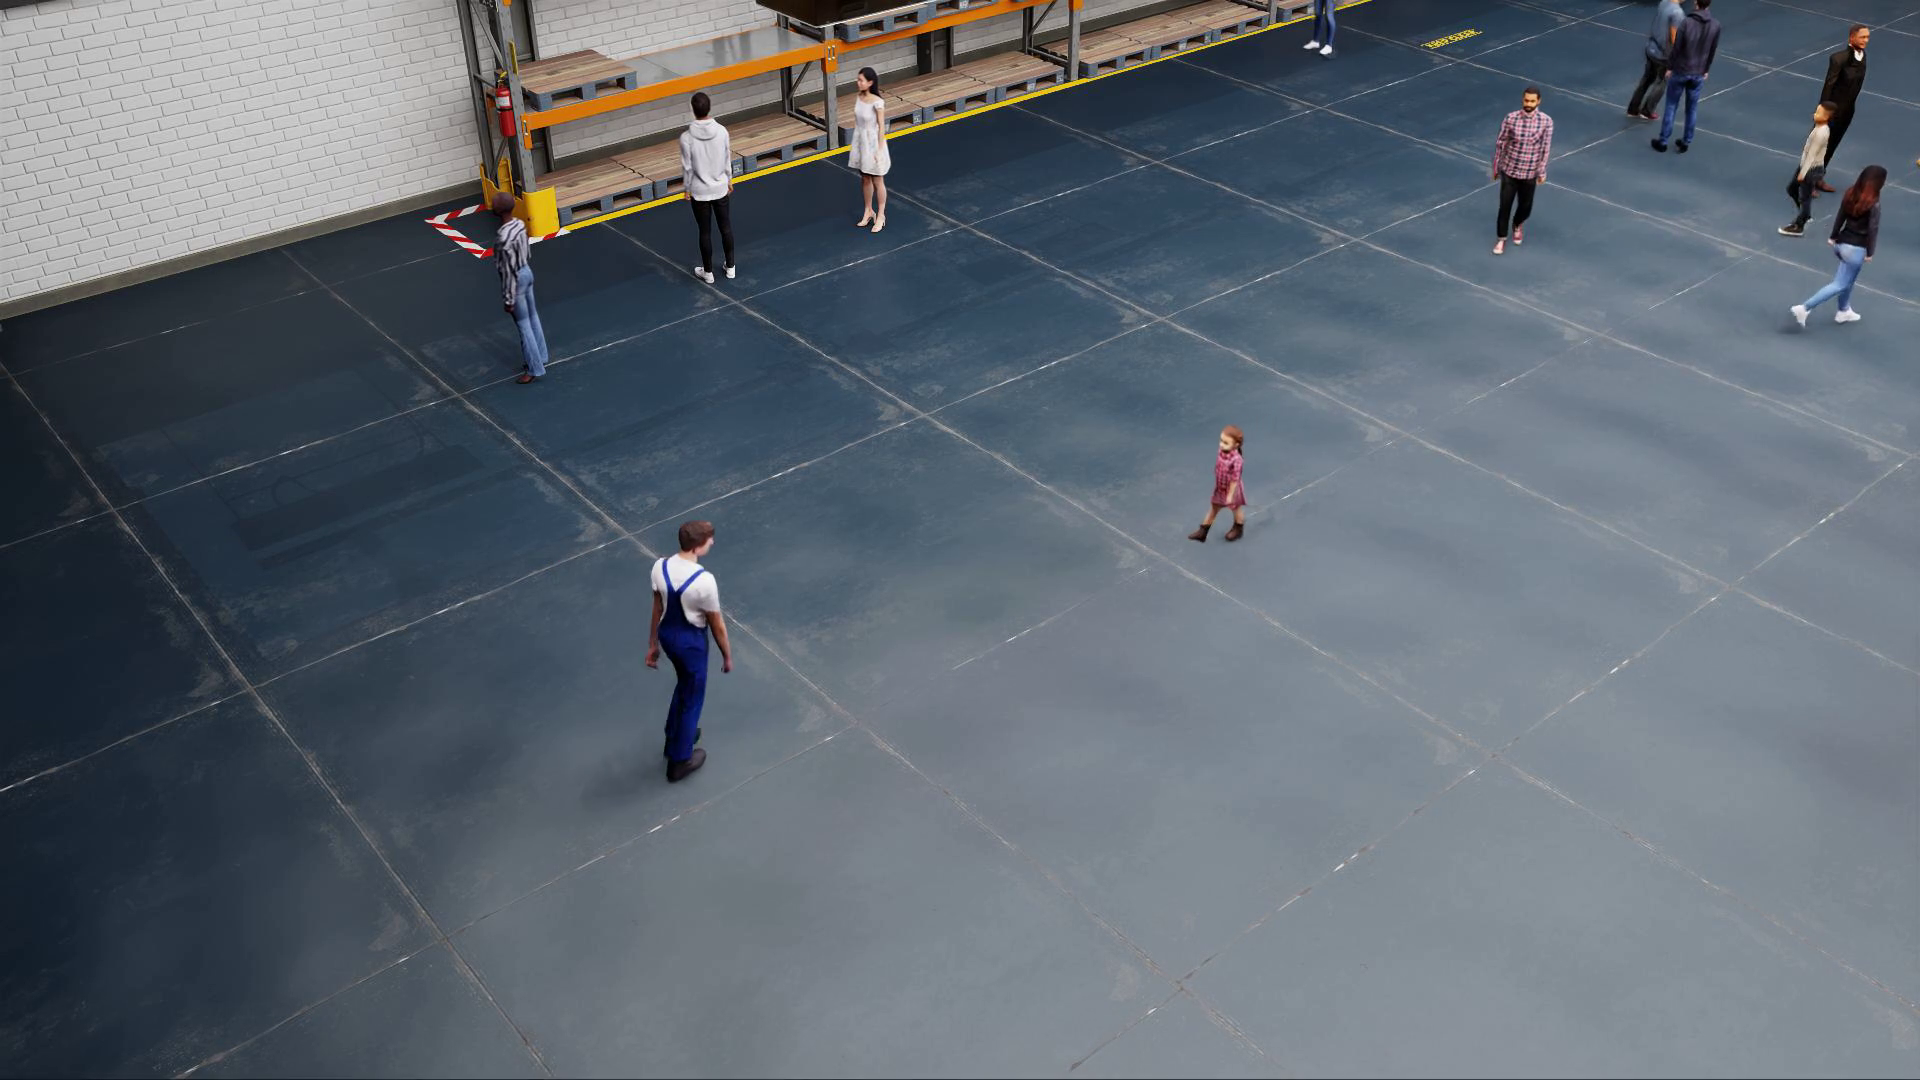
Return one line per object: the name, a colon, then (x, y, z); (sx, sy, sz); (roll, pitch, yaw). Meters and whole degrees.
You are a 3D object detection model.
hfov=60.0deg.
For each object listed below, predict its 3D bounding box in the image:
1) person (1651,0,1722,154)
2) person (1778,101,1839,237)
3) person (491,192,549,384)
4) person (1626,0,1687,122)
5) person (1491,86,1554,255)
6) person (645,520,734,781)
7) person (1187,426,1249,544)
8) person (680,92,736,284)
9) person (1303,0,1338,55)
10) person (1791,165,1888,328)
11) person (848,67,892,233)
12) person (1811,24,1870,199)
person: (8.623, -5.536, 19.681); (0.731, 1.883, 0.818); (-1, 34, -1)
person: (9.098, -3.929, 17.650); (0.718, 1.456, 0.644); (9, 35, 14)
person: (-3.930, -2.254, 14.822); (0.753, 1.795, 0.695); (3, 34, 4)
person: (8.589, -6.000, 20.476); (0.813, 1.776, 0.778); (-7, 34, -11)
person: (5.828, -3.860, 17.281); (0.862, 1.749, 0.901); (12, 35, 17)
person: (-1.758, 0.714, 10.347); (0.740, 1.807, 0.812); (13, 36, 19)
person: (2.109, -0.426, 12.792); (0.750, 0.999, 0.487); (-19, 38, -26)
person: (-2.497, -3.518, 16.603); (0.613, 1.931, 0.785); (-17, 37, -23)
person: (5.067, -7.594, 22.926); (0.510, 1.719, 0.613); (-23, 40, -31)
person: (8.358, -2.737, 15.723); (1.174, 1.603, 0.977); (-6, 34, -9)
person: (-0.962, -4.152, 17.698); (0.616, 1.774, 0.633); (-26, 41, -33)
person: (9.771, -4.806, 18.563); (0.606, 1.905, 0.785); (-18, 38, -25)
